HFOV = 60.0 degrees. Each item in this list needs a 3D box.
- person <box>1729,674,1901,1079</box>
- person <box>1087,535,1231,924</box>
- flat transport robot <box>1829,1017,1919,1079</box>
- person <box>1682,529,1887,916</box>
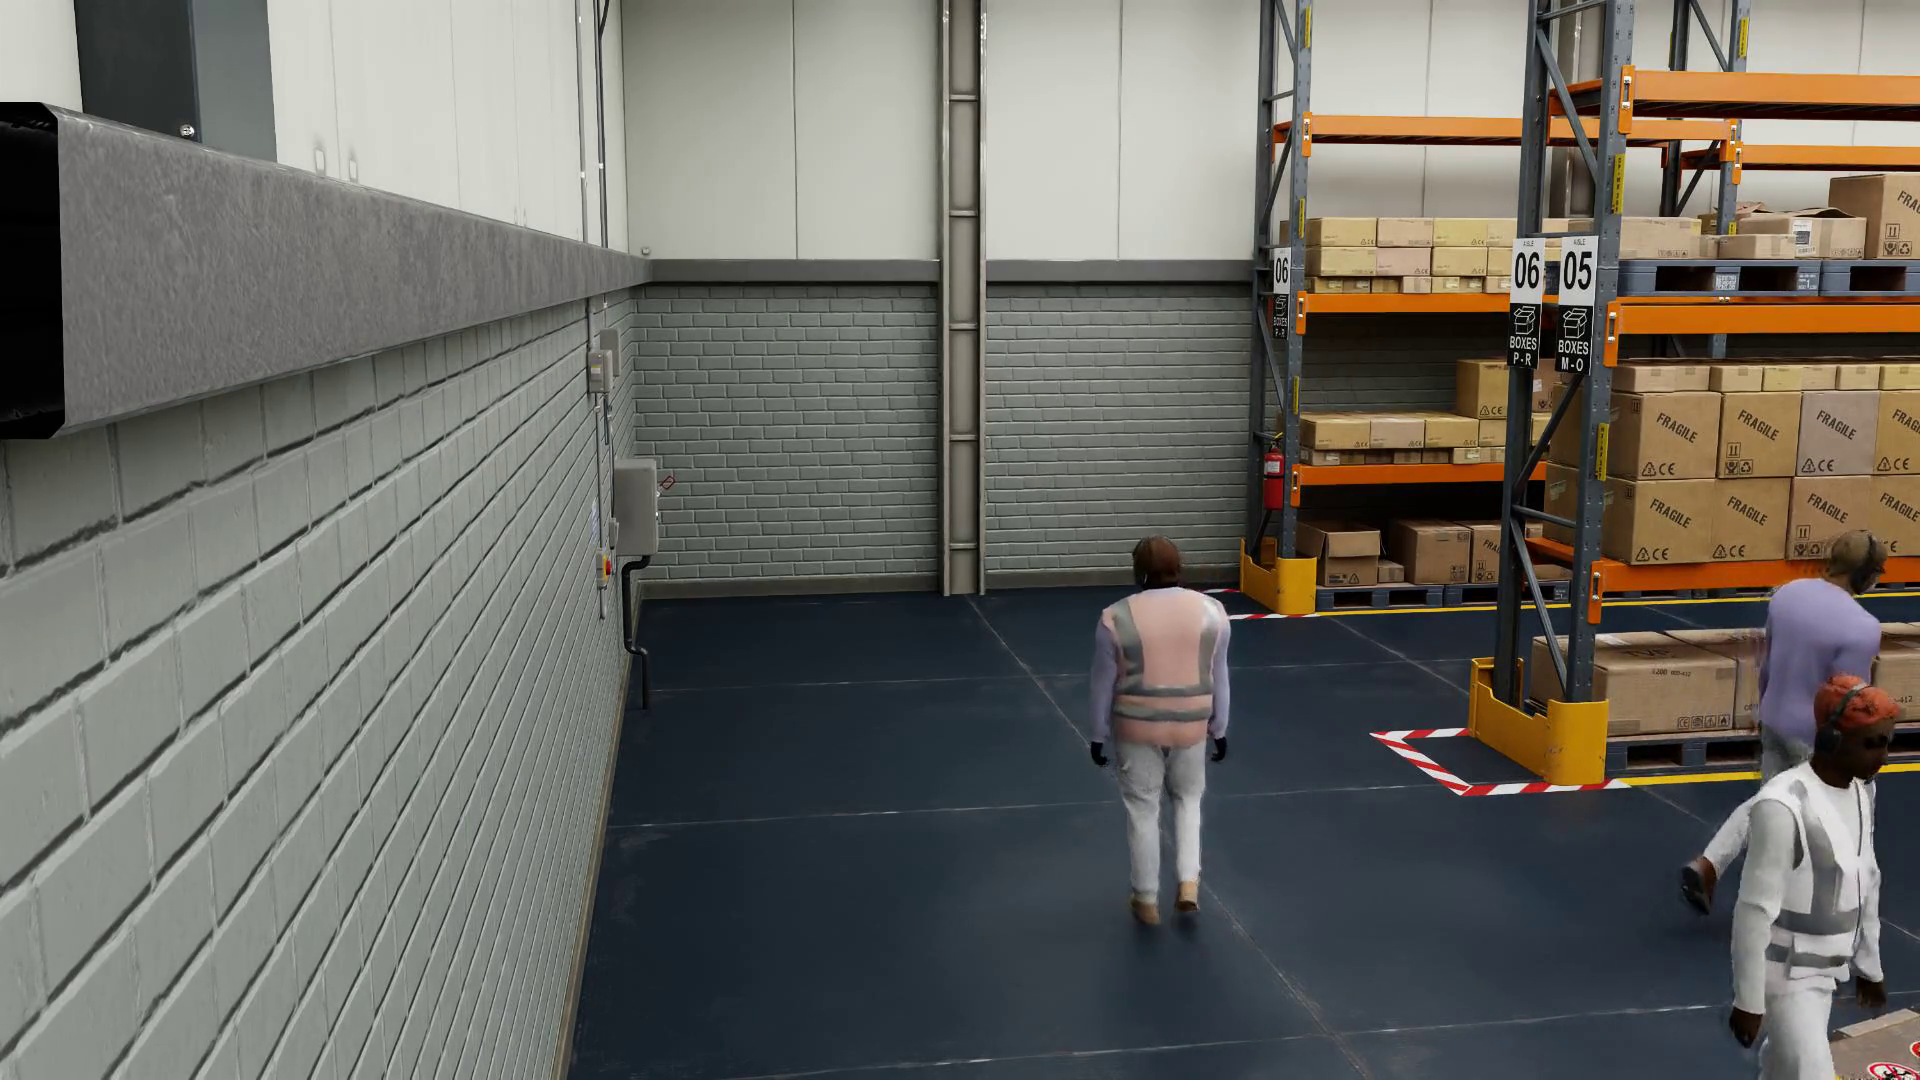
[{"bbox_3d":[2.523,1.301,4.986,0.613,1.866,0.423,-8,12,-40],"label":"person"},{"bbox_3d":[0.910,0.883,7.679,0.658,1.831,0.434,-1,9,-7],"label":"person"},{"bbox_3d":[3.468,1.947,5.931,1.431,0.197,0.652,-5,10,-26],"label":"flat transport robot"},{"bbox_3d":[3.730,0.882,7.485,0.706,1.902,0.686,-2,9,-11],"label":"person"}]
